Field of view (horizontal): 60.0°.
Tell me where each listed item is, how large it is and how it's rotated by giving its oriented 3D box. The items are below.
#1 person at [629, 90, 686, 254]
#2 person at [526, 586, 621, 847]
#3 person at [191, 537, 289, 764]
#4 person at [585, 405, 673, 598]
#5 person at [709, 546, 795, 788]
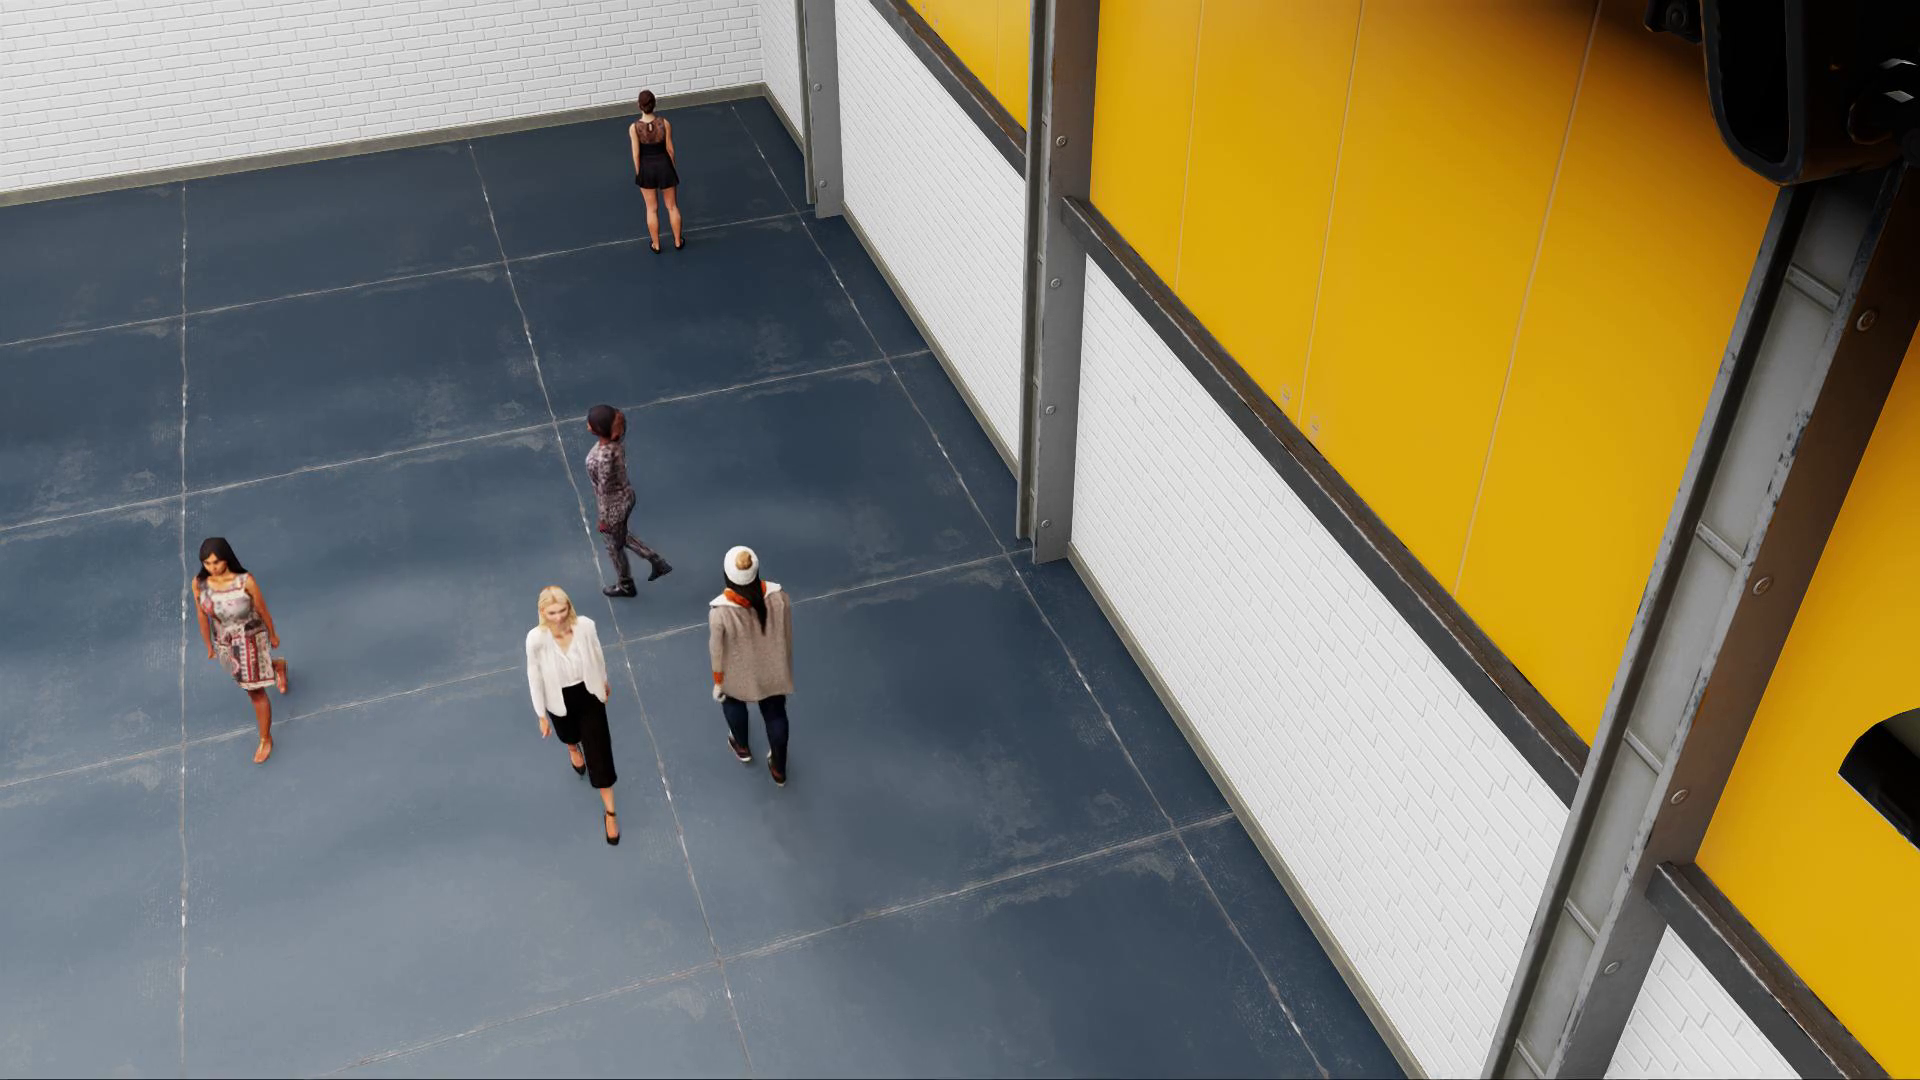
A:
[{"bbox_3d":[-2.963,-3.589,16.196,0.593,1.673,0.584,-9,39,-11],"label":"person"},{"bbox_3d":[-2.438,0.974,10.380,0.669,1.801,1.183,-15,41,-17],"label":"person"},{"bbox_3d":[-4.727,0.608,10.989,0.860,1.613,1.176,0,39,0],"label":"person"},{"bbox_3d":[-2.395,-0.237,11.974,0.793,1.704,0.796,2,39,3],"label":"person"},{"bbox_3d":[-1.283,0.841,10.490,0.714,1.871,0.779,-12,40,-15],"label":"person"}]
